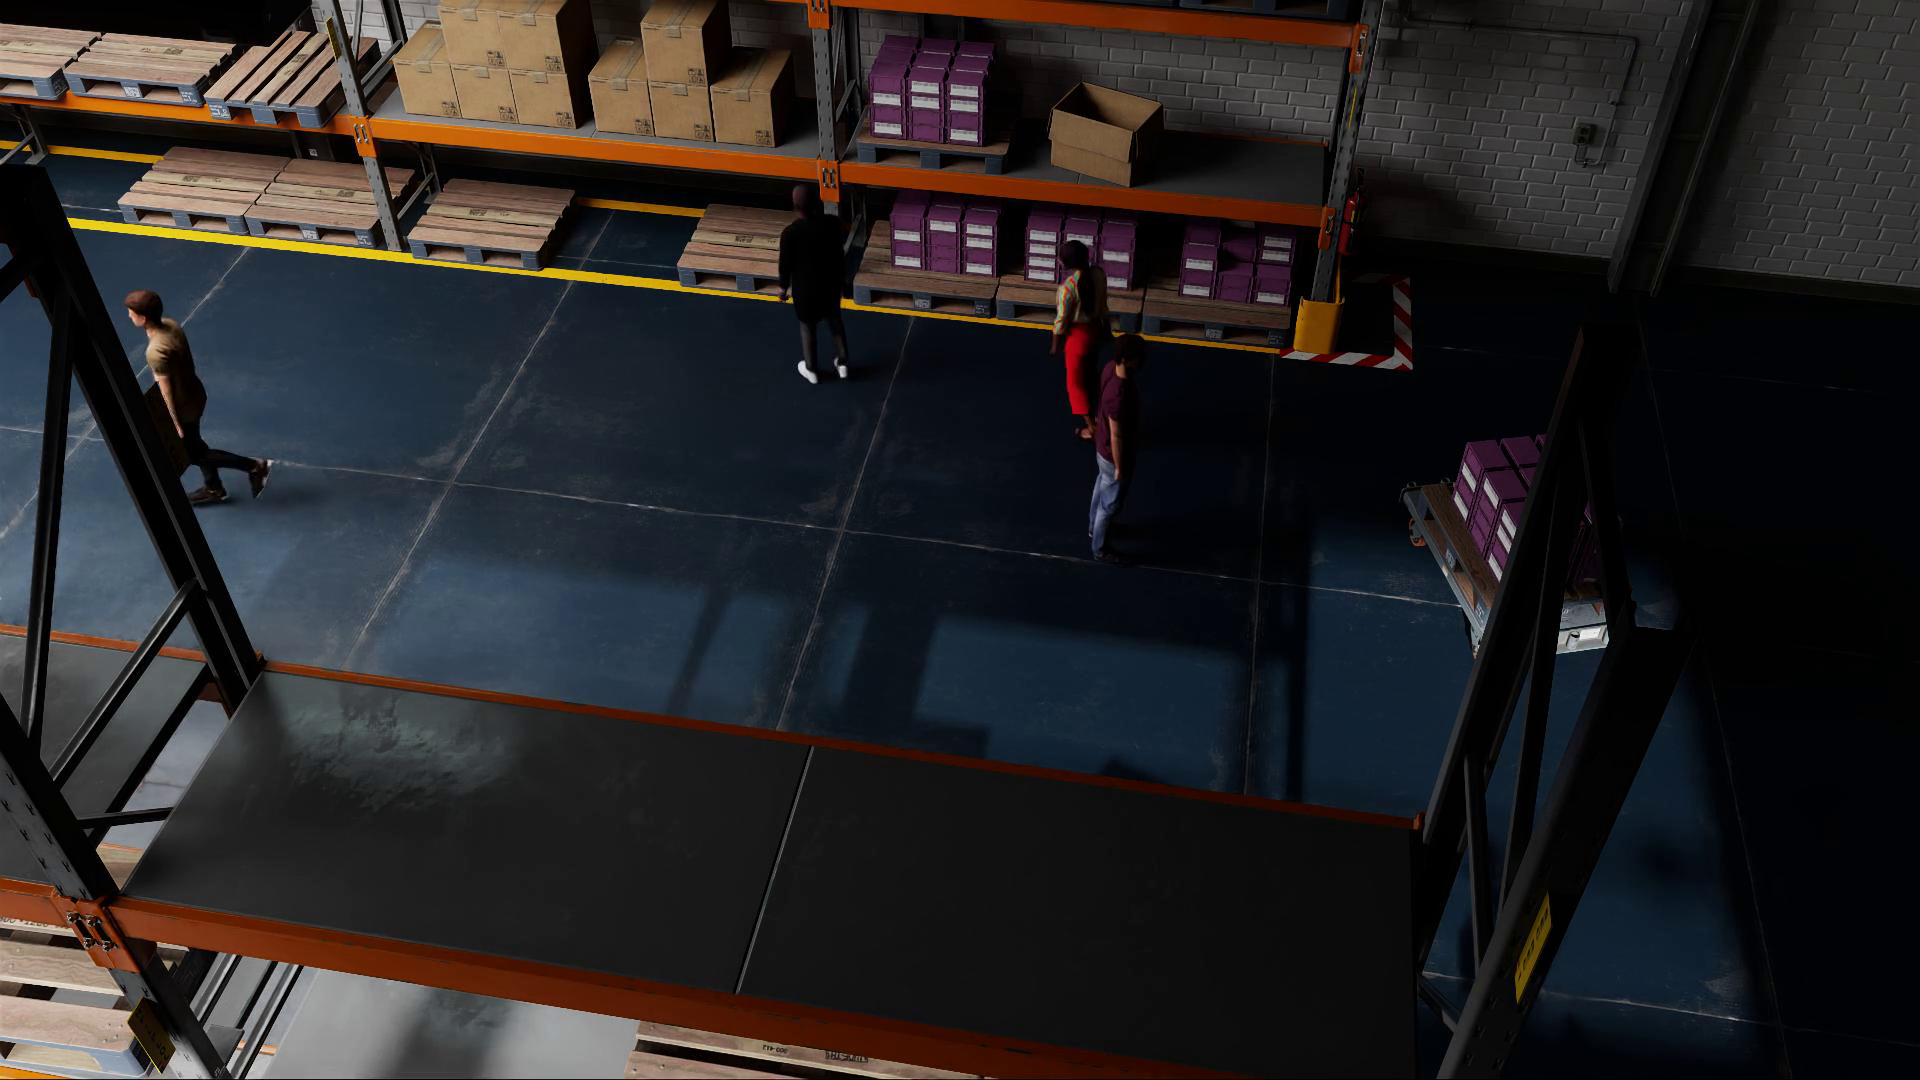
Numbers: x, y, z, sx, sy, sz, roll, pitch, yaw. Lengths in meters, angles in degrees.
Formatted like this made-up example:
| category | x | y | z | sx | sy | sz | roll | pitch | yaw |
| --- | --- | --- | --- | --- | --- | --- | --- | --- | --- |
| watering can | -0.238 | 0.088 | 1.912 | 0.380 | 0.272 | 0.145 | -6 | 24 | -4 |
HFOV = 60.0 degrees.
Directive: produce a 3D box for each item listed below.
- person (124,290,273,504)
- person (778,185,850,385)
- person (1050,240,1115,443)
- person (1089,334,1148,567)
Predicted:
| category | x | y | z | sx | sy | sz | roll | pitch | yaw |
| --- | --- | --- | --- | --- | --- | --- | --- | --- | --- |
| person | -5.356 | -0.957 | 11.678 | 1.066 | 1.833 | 0.905 | -9 | 44 | -9 |
| person | -1.092 | -1.919 | 12.742 | 0.748 | 1.757 | 0.849 | -17 | 46 | -17 |
| person | 0.956 | -1.406 | 12.210 | 0.785 | 1.750 | 0.831 | -22 | 48 | -21 |
| person | 1.061 | -0.643 | 11.336 | 0.598 | 1.849 | 0.702 | -1 | 44 | -1 |
